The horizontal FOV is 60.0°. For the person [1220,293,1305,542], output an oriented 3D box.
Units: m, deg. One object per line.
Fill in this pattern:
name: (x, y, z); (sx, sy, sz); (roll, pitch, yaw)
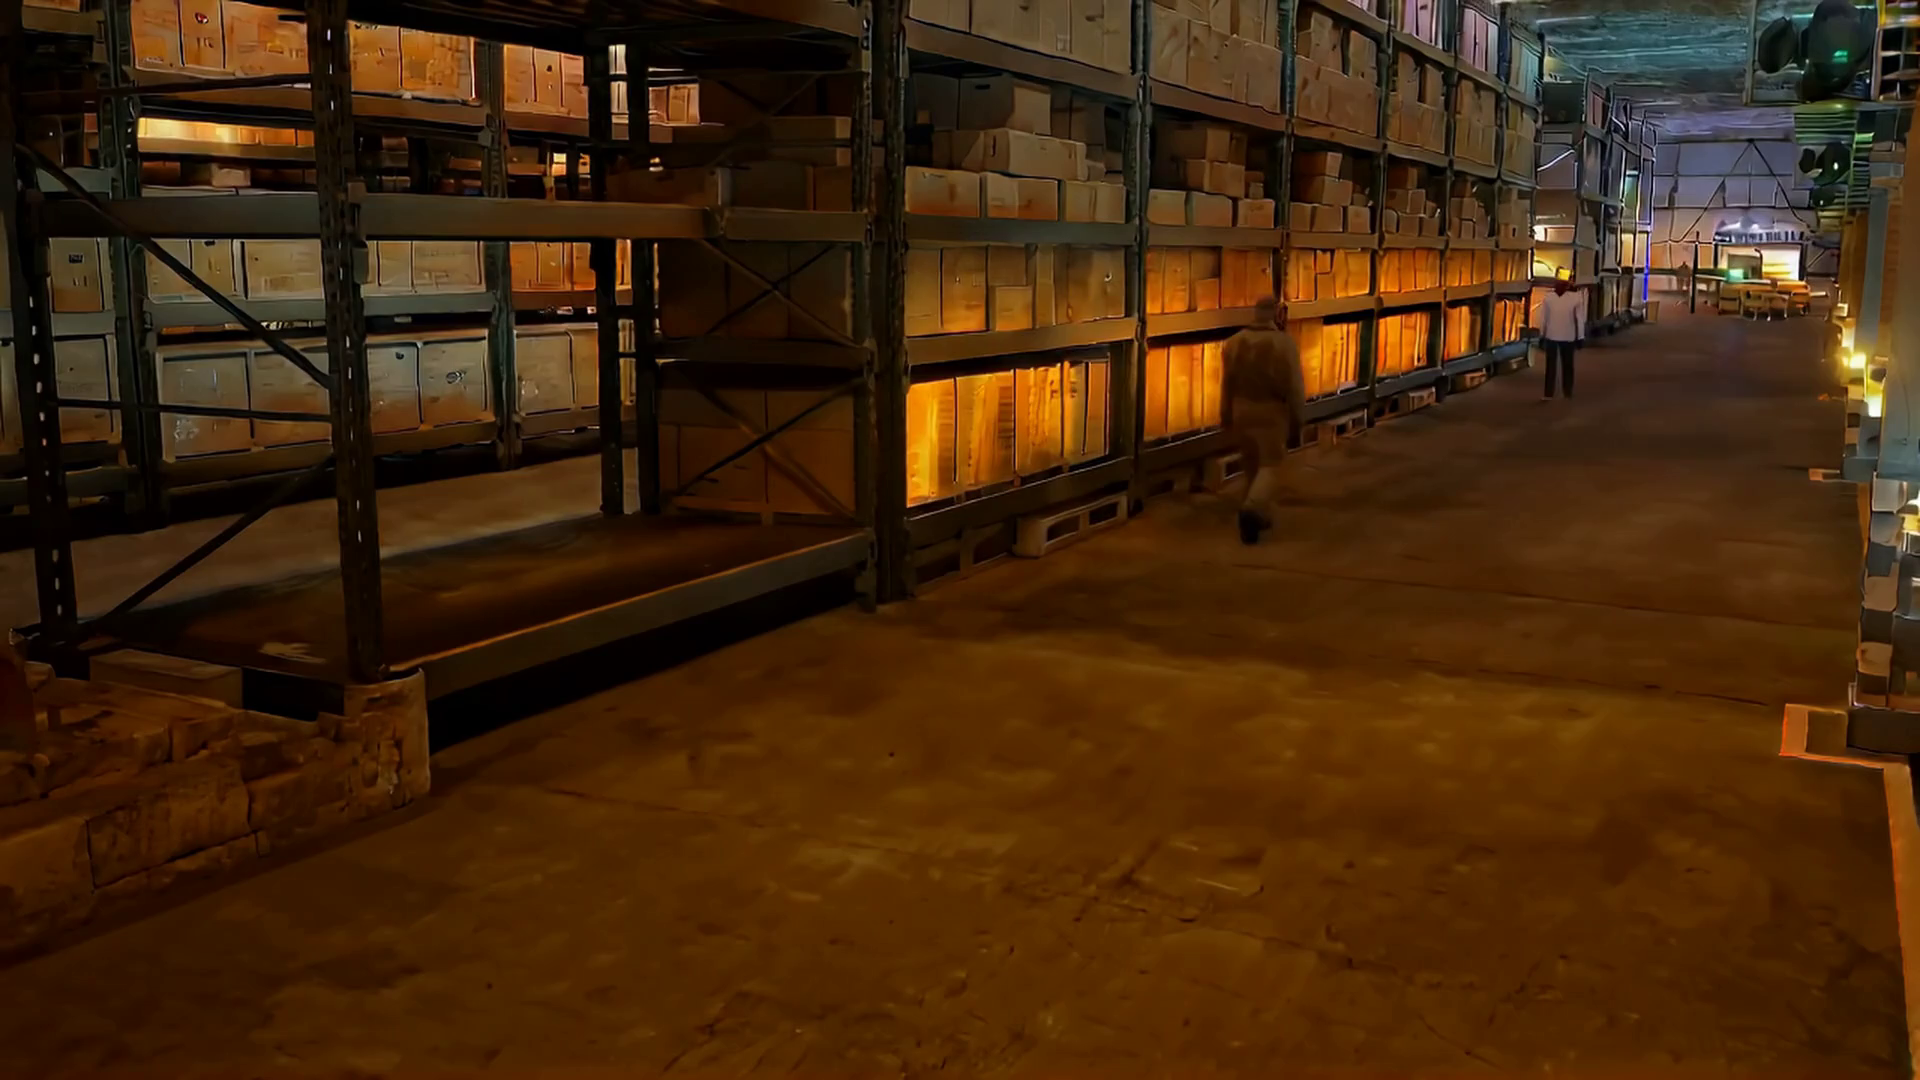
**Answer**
person: (2.286, -0.939, 12.712); (0.655, 1.879, 0.867); (6, 12, 33)

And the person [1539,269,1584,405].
person: (8.704, -2.941, 24.059); (0.622, 1.956, 0.981); (6, 11, 29)

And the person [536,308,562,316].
person: (-5.893, -2.801, 23.977); (0.503, 1.691, 0.897); (5, 11, 28)

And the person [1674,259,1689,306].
person: (29.404, -10.478, 67.761); (0.366, 1.931, 0.631); (-4, 11, -23)
